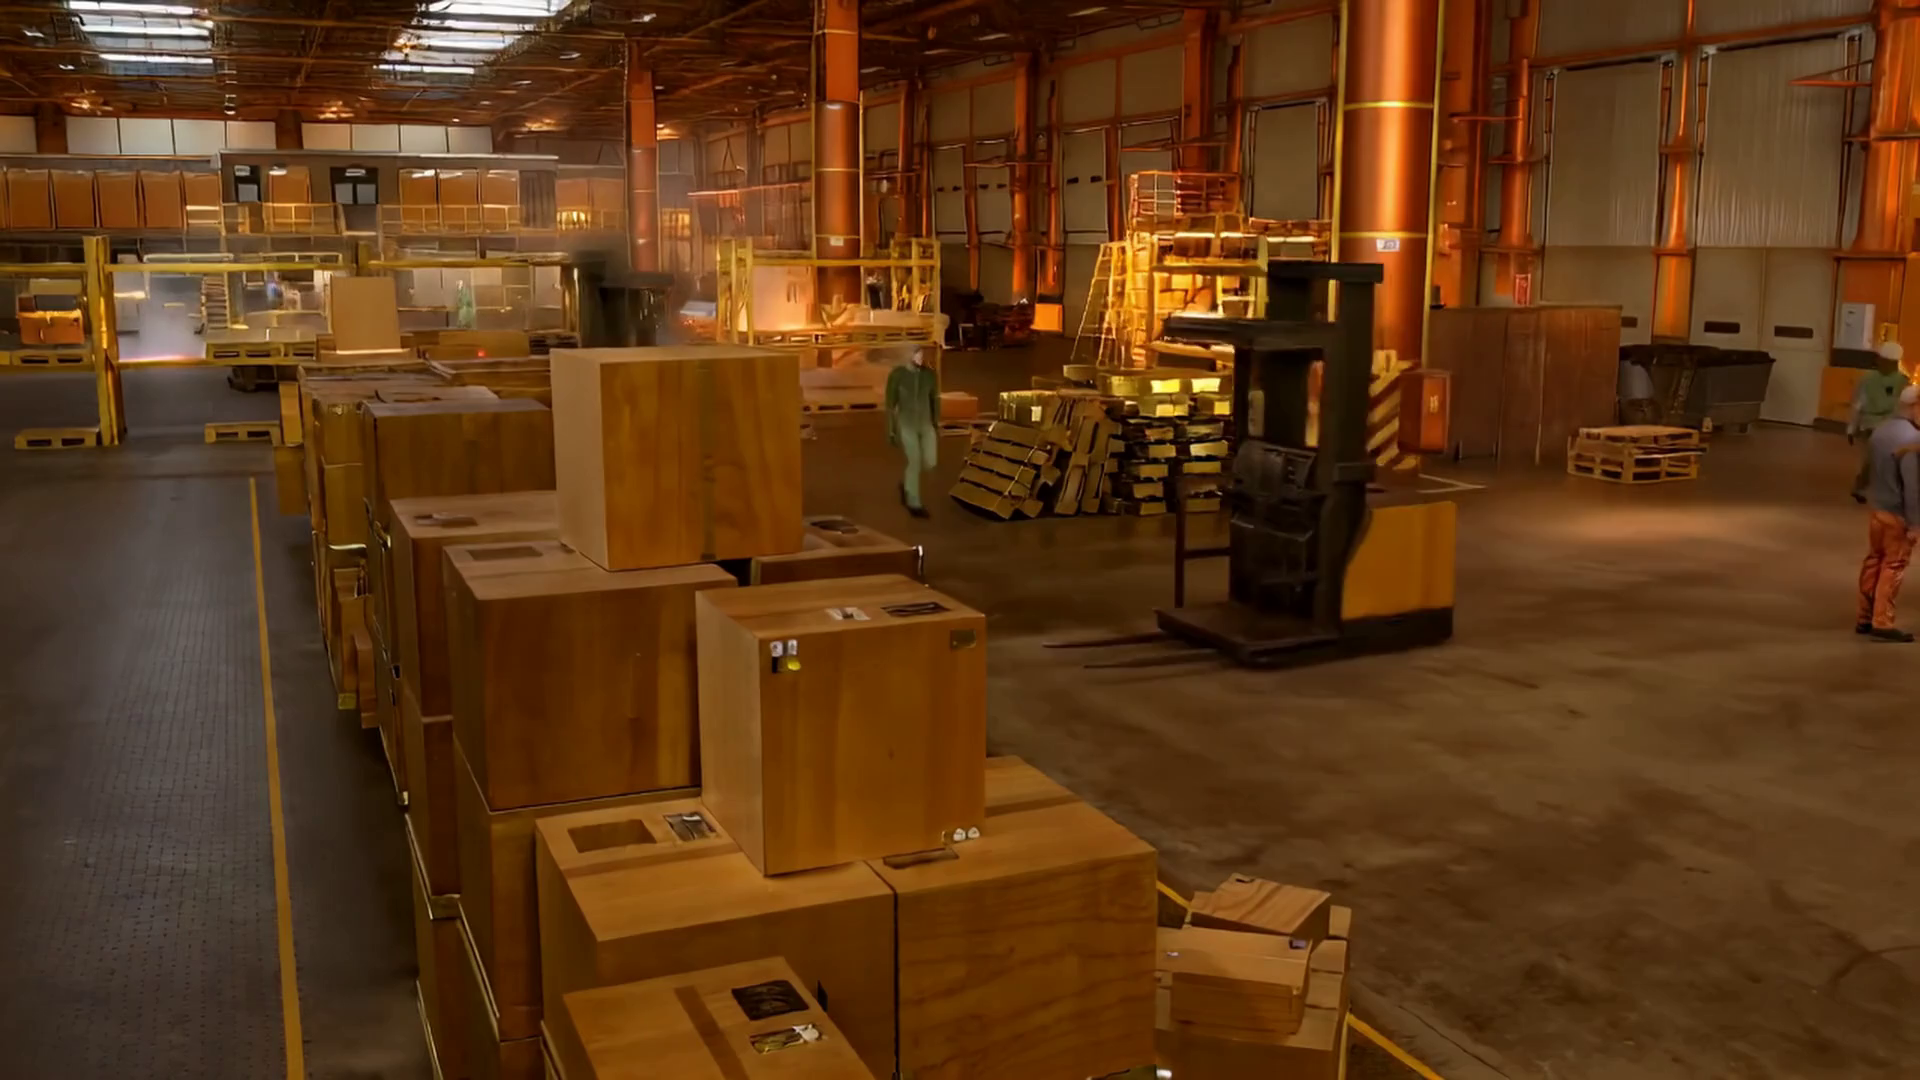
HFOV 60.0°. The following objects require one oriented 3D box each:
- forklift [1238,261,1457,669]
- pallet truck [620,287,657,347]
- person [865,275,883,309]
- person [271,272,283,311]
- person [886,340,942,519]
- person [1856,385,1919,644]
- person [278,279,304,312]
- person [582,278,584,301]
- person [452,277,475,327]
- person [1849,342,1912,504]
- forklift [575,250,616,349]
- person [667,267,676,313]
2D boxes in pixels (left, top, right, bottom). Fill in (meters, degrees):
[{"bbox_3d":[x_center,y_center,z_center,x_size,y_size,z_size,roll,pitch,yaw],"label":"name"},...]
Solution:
[{"bbox_3d":[2.606,-0.620,12.101,1.873,2.768,1.129,-5,11,-24],"label":"forklift"},{"bbox_3d":[-6.464,-4.406,35.401,0.823,1.965,1.885,6,12,32],"label":"pallet truck"},{"bbox_3d":[-2.748,-7.536,53.095,0.549,1.836,0.782,0,10,2],"label":"person"},{"bbox_3d":[-22.948,-8.083,56.006,1.011,1.887,0.550,-9,13,-40],"label":"person"},{"bbox_3d":[-0.526,-1.208,17.993,0.647,1.924,0.657,-7,12,-32],"label":"person"},{"bbox_3d":[6.966,-0.190,12.373,0.381,1.929,0.634,0,10,1],"label":"person"},{"bbox_3d":[-16.200,-5.293,40.174,0.536,2.000,0.672,3,11,14],"label":"person"},{"bbox_3d":[-13.279,-8.694,59.298,0.620,1.911,0.456,8,13,37],"label":"person"},{"bbox_3d":[-13.989,-6.400,46.661,0.654,1.896,0.987,7,12,34],"label":"person"},{"bbox_3d":[10.219,-1.271,18.489,0.607,1.876,1.026,0,10,-1],"label":"person"},{"bbox_3d":[-5.097,-2.686,23.487,1.873,2.768,1.129,-4,11,-20],"label":"forklift"},{"bbox_3d":[-11.726,-10.095,67.177,0.506,1.846,0.345,2,10,10],"label":"person"}]
